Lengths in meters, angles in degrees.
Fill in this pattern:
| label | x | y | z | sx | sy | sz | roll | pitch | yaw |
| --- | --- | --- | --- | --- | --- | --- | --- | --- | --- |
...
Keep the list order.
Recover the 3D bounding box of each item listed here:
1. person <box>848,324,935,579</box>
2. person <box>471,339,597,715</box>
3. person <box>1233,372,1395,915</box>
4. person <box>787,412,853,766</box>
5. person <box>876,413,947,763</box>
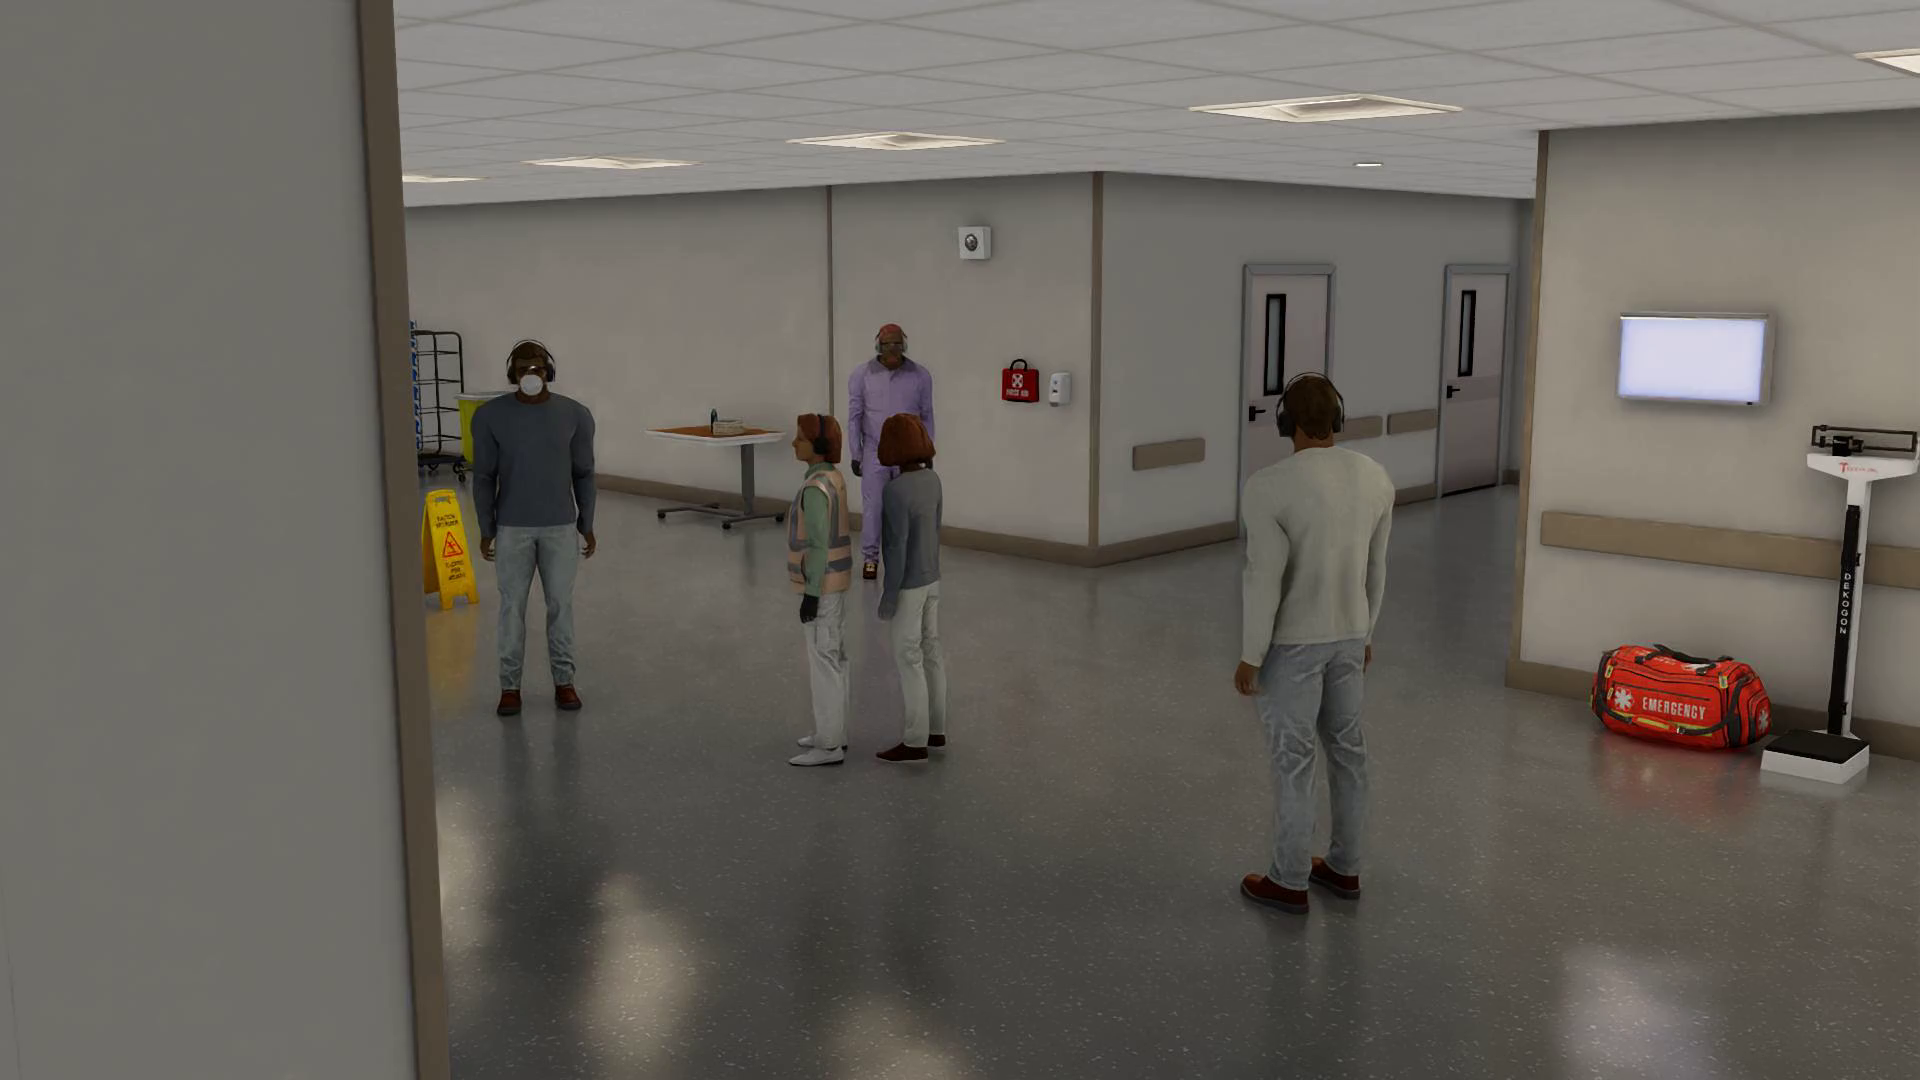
| label | x | y | z | sx | sy | sz | roll | pitch | yaw |
| --- | --- | --- | --- | --- | --- | --- | --- | --- | --- |
| person | -0.503 | -0.650 | 12.347 | 0.646 | 1.900 | 0.399 | -1 | 9 | -8 |
| person | -2.193 | -0.067 | 8.634 | 0.629 | 1.940 | 0.376 | -3 | 10 | -17 |
| person | 1.250 | 0.372 | 5.956 | 0.628 | 1.936 | 0.377 | -5 | 10 | -27 |
| person | -0.649 | 0.225 | 7.744 | 0.306 | 1.645 | 0.522 | 1 | 9 | 3 |
| person | -0.235 | 0.225 | 7.778 | 0.268 | 1.632 | 0.507 | 4 | 10 | 24 |
